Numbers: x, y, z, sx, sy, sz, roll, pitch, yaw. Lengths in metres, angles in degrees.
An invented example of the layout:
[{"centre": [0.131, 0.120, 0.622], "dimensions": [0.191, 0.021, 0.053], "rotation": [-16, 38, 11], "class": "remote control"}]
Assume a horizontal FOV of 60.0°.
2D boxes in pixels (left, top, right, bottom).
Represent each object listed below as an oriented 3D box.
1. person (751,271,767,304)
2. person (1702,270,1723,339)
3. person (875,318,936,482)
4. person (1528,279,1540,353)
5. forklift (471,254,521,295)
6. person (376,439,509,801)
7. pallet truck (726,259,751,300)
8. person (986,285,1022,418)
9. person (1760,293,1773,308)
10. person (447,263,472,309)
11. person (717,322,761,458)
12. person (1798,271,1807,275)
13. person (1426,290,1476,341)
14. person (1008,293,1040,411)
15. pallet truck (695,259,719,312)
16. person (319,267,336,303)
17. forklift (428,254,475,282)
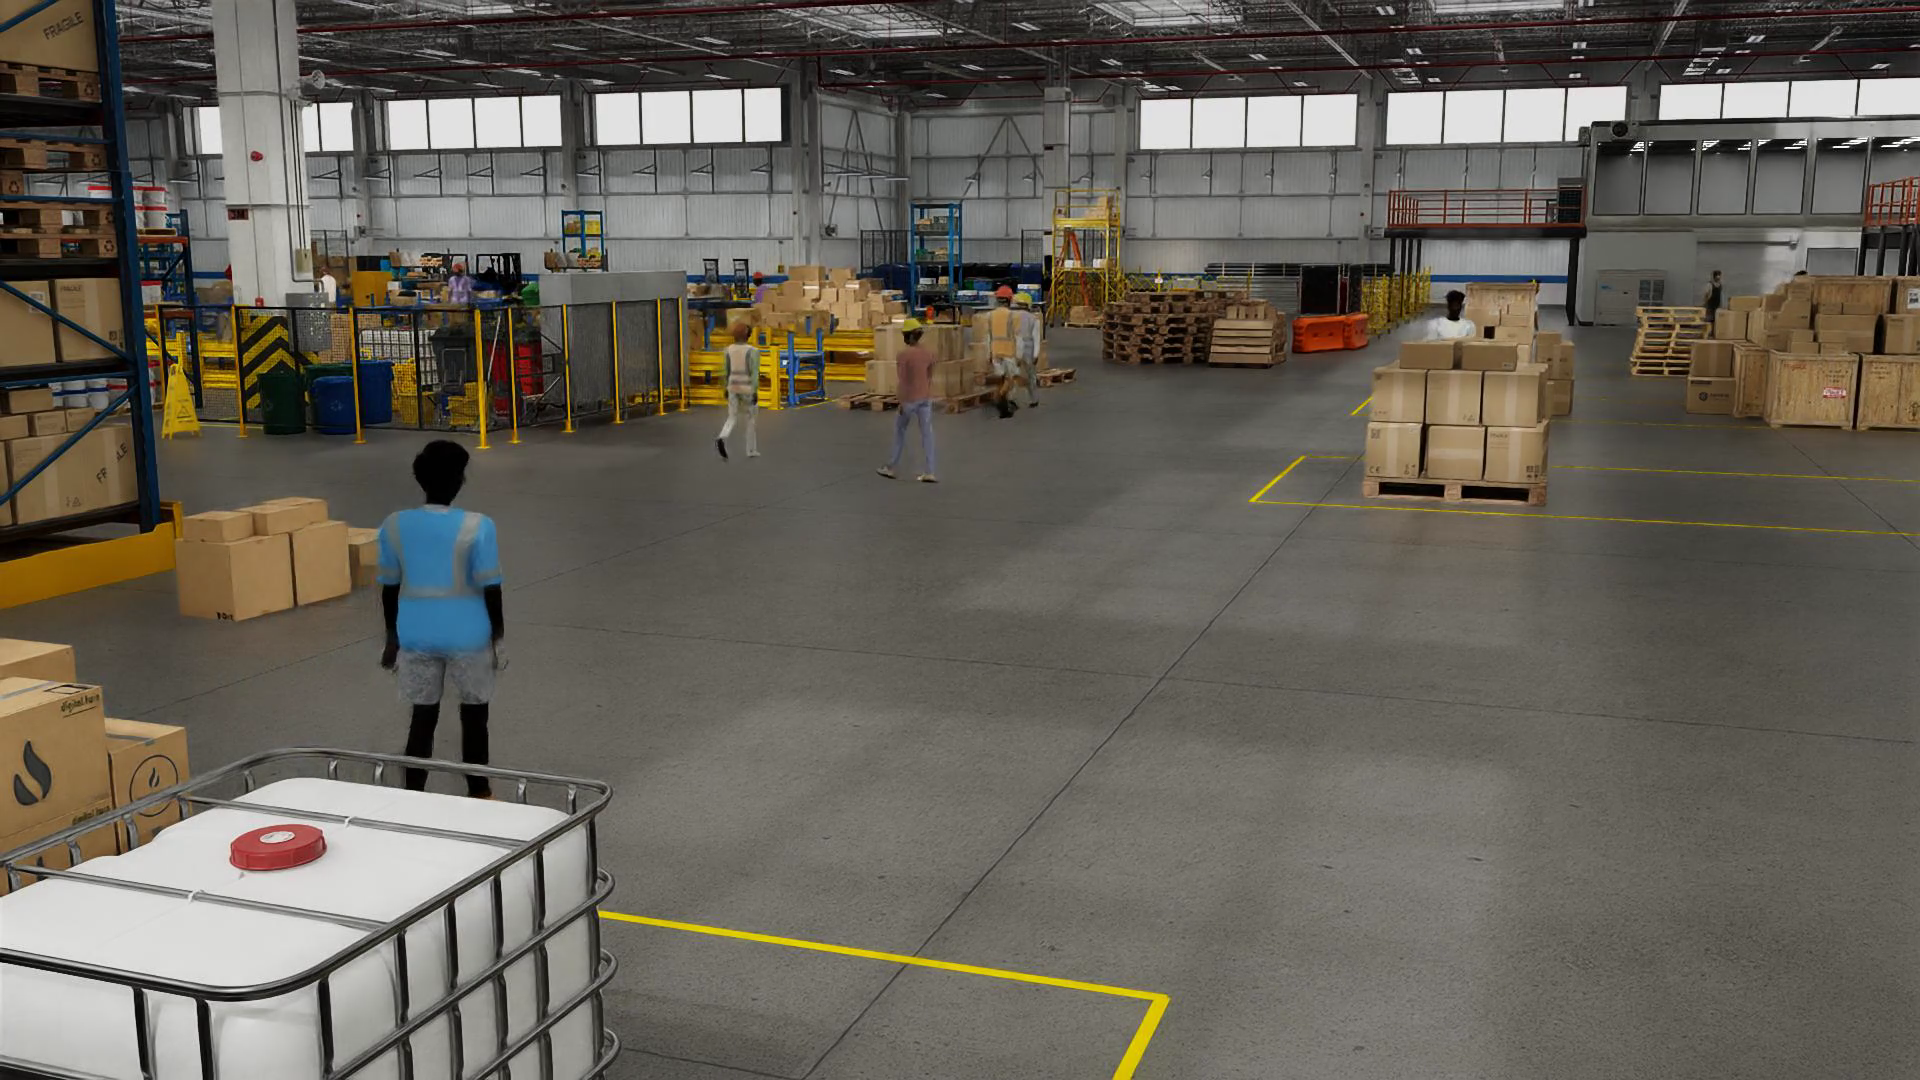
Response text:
[{"centre": [-4.592, -5.111, 37.612], "dimensions": [0.948, 1.891, 0.548], "rotation": [2, 10, 12], "class": "person"}, {"centre": [19.926, -6.210, 43.992], "dimensions": [0.538, 1.833, 0.443], "rotation": [-4, 11, -22], "class": "person"}, {"centre": [-0.549, -1.489, 17.682], "dimensions": [0.857, 1.721, 0.543], "rotation": [10, 14, 43], "class": "person"}, {"centre": [10.671, -3.944, 31.150], "dimensions": [0.330, 1.865, 0.518], "rotation": [-3, 10, -15], "class": "person"}, {"centre": [-17.990, -10.121, 64.684], "dimensions": [1.157, 1.987, 2.680], "rotation": [3, 11, 17], "class": "forklift"}, {"centre": [-2.198, 0.418, 7.082], "dimensions": [0.551, 1.701, 0.332], "rotation": [1, 10, 8], "class": "person"}, {"centre": [-7.986, -9.493, 62.019], "dimensions": [0.823, 1.965, 1.885], "rotation": [3, 11, 17], "class": "pallet truck"}, {"centre": [0.651, -2.707, 24.005], "dimensions": [0.574, 1.925, 0.409], "rotation": [6, 12, 31], "class": "person"}, {"centre": [12.819, -3.049, 26.447], "dimensions": [0.484, 1.744, 0.295], "rotation": [1, 10, 5], "class": "person"}, {"centre": [-13.535, -6.442, 44.836], "dimensions": [0.629, 1.990, 1.029], "rotation": [2, 10, 9], "class": "person"}, {"centre": [-2.585, -1.734, 19.423], "dimensions": [0.512, 1.618, 0.672], "rotation": [5, 11, 24], "class": "person"}, {"centre": [20.697, -5.721, 41.126], "dimensions": [0.603, 1.878, 0.984], "rotation": [-7, 12, -35], "class": "person"}, {"centre": [6.083, -2.119, 20.627], "dimensions": [0.652, 1.944, 0.530], "rotation": [0, 10, -1], "class": "person"}, {"centre": [0.944, -2.856, 25.260], "dimensions": [0.583, 1.791, 0.929], "rotation": [4, 11, 19], "class": "person"}, {"centre": [-9.165, -9.627, 62.776], "dimensions": [0.823, 1.965, 1.885], "rotation": [4, 11, 23], "class": "pallet truck"}, {"centre": [-17.613, -6.644, 46.279], "dimensions": [0.398, 1.897, 0.640], "rotation": [2, 10, 13], "class": "person"}, {"centre": [-20.133, -10.254, 65.465], "dimensions": [1.157, 1.987, 2.680], "rotation": [3, 11, 19], "class": "forklift"}]
